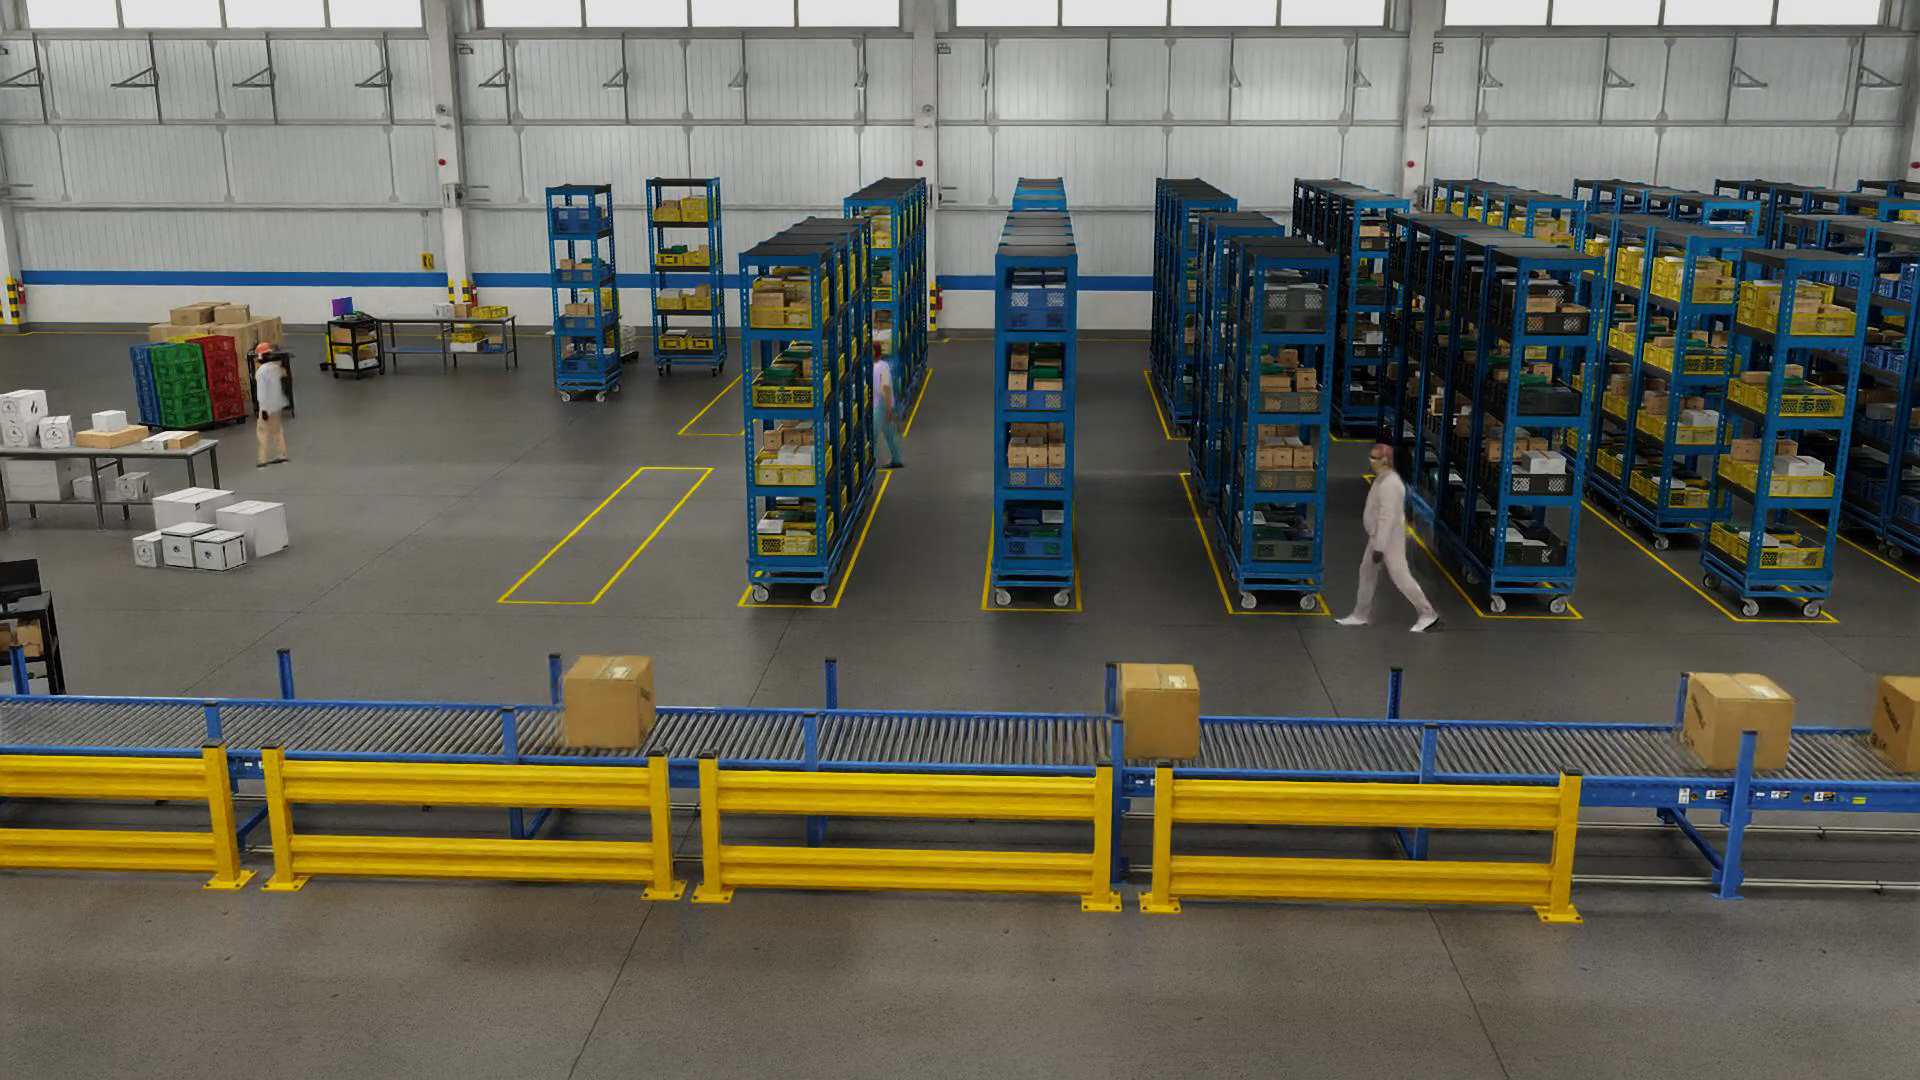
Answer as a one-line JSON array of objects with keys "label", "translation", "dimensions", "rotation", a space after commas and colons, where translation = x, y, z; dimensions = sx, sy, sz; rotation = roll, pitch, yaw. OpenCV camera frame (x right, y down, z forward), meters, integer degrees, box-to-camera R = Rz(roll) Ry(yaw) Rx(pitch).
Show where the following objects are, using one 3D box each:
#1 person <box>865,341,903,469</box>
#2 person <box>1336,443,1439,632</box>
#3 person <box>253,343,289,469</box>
[{"label": "person", "translation": [-1.218, -1.842, 22.964], "dimensions": [0.955, 1.792, 0.596], "rotation": [-4, 16, -16]}, {"label": "person", "translation": [4.217, -0.020, 16.089], "dimensions": [0.932, 1.872, 0.649], "rotation": [1, 15, 4]}, {"label": "person", "translation": [-9.674, -1.886, 23.256], "dimensions": [0.375, 1.730, 0.559], "rotation": [3, 15, 10]}]
